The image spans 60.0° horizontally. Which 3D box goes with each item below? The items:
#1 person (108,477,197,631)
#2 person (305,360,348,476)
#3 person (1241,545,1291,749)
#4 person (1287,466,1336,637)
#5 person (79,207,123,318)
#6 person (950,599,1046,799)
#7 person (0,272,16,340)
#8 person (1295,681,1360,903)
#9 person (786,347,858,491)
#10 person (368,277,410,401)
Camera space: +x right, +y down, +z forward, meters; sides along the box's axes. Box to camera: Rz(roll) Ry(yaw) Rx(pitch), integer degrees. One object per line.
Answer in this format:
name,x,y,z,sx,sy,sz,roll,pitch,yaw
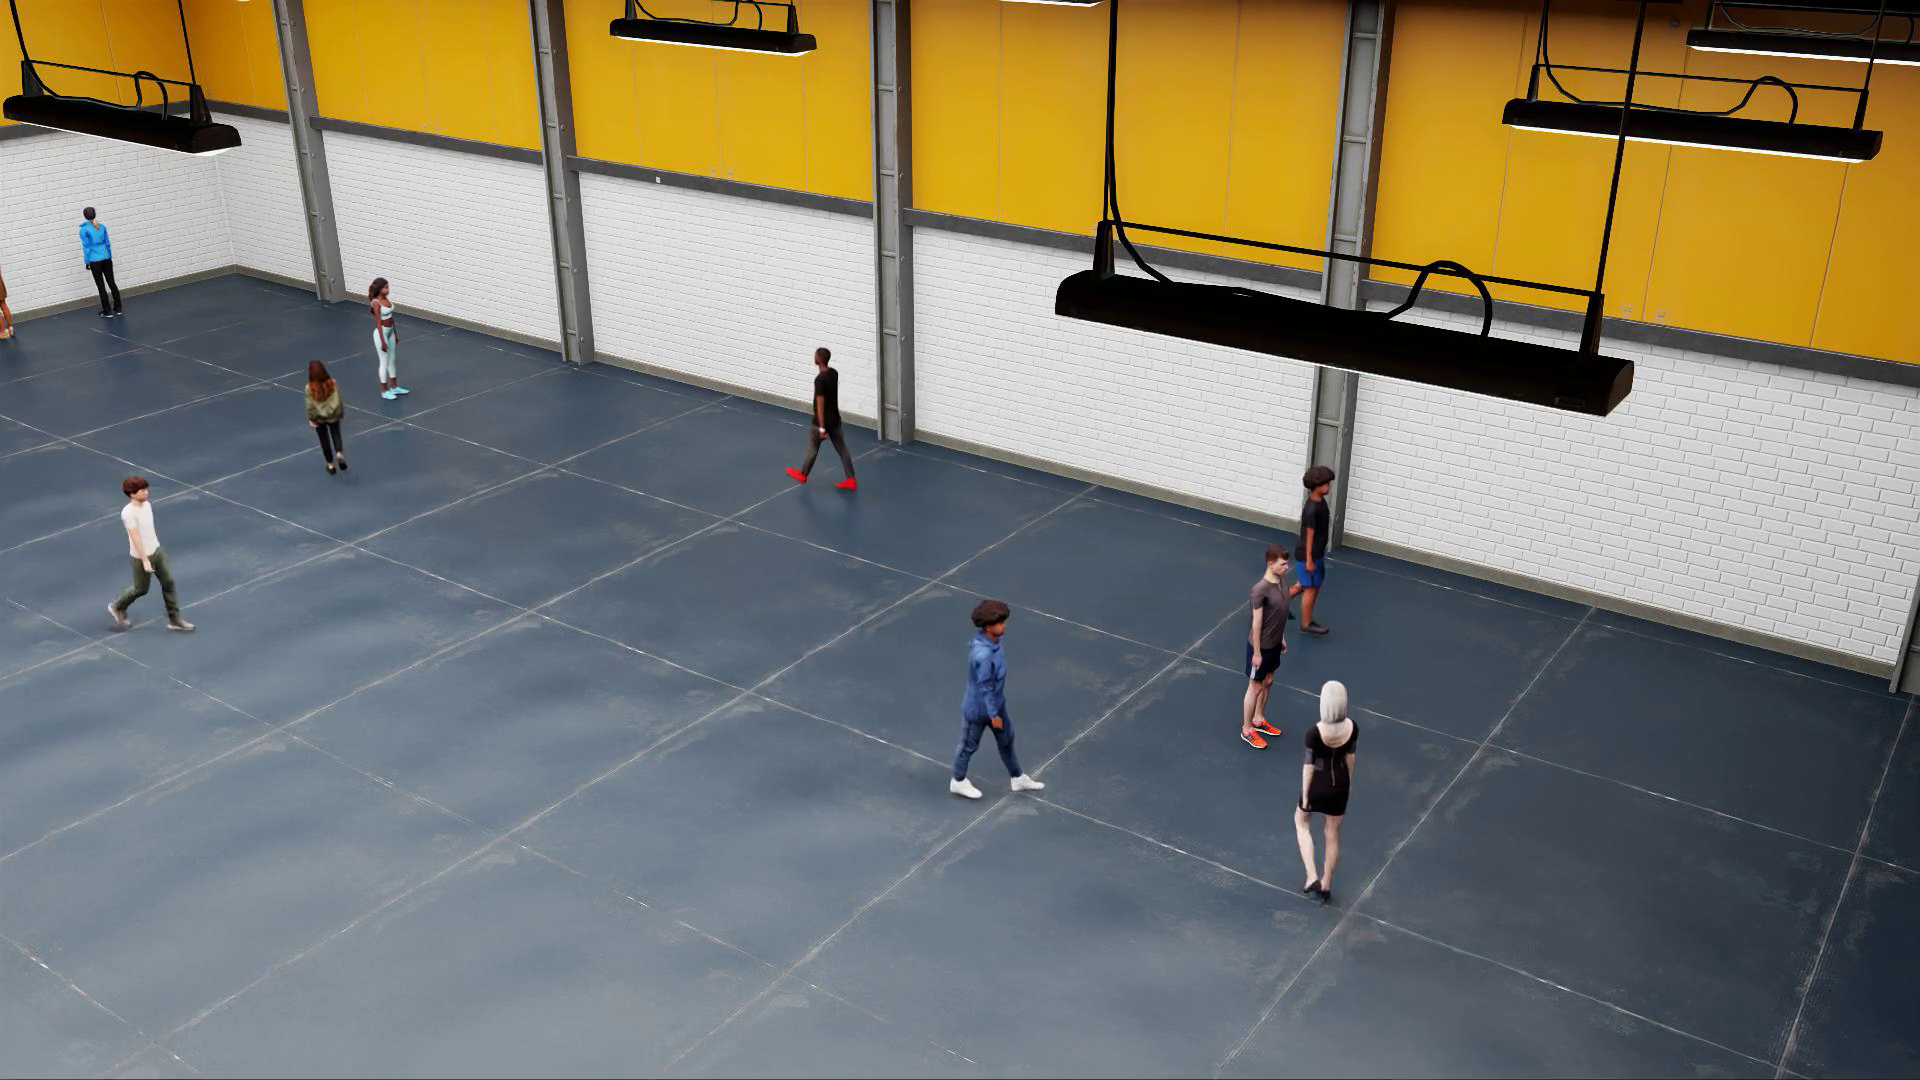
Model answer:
person,-8.146,0.168,16.486,1.142,1.629,0.853,4,24,10
person,-7.786,-1.494,20.485,0.706,1.471,0.754,-15,28,-30
person,2.670,0.900,14.527,0.559,1.858,0.662,18,30,36
person,3.382,0.106,16.434,0.899,1.784,0.704,9,25,20
person,-13.966,-4.524,27.011,0.503,1.795,0.610,15,28,31
person,0.116,1.324,13.654,1.078,1.779,0.843,9,25,21
person,-15.039,-3.966,25.881,0.645,1.679,0.673,7,24,15
person,2.751,1.907,12.267,0.732,1.822,0.791,-4,24,-10
person,-1.509,-1.406,19.922,1.198,1.762,0.763,12,26,26
person,-8.028,-2.827,23.218,0.654,1.724,0.639,4,24,10
